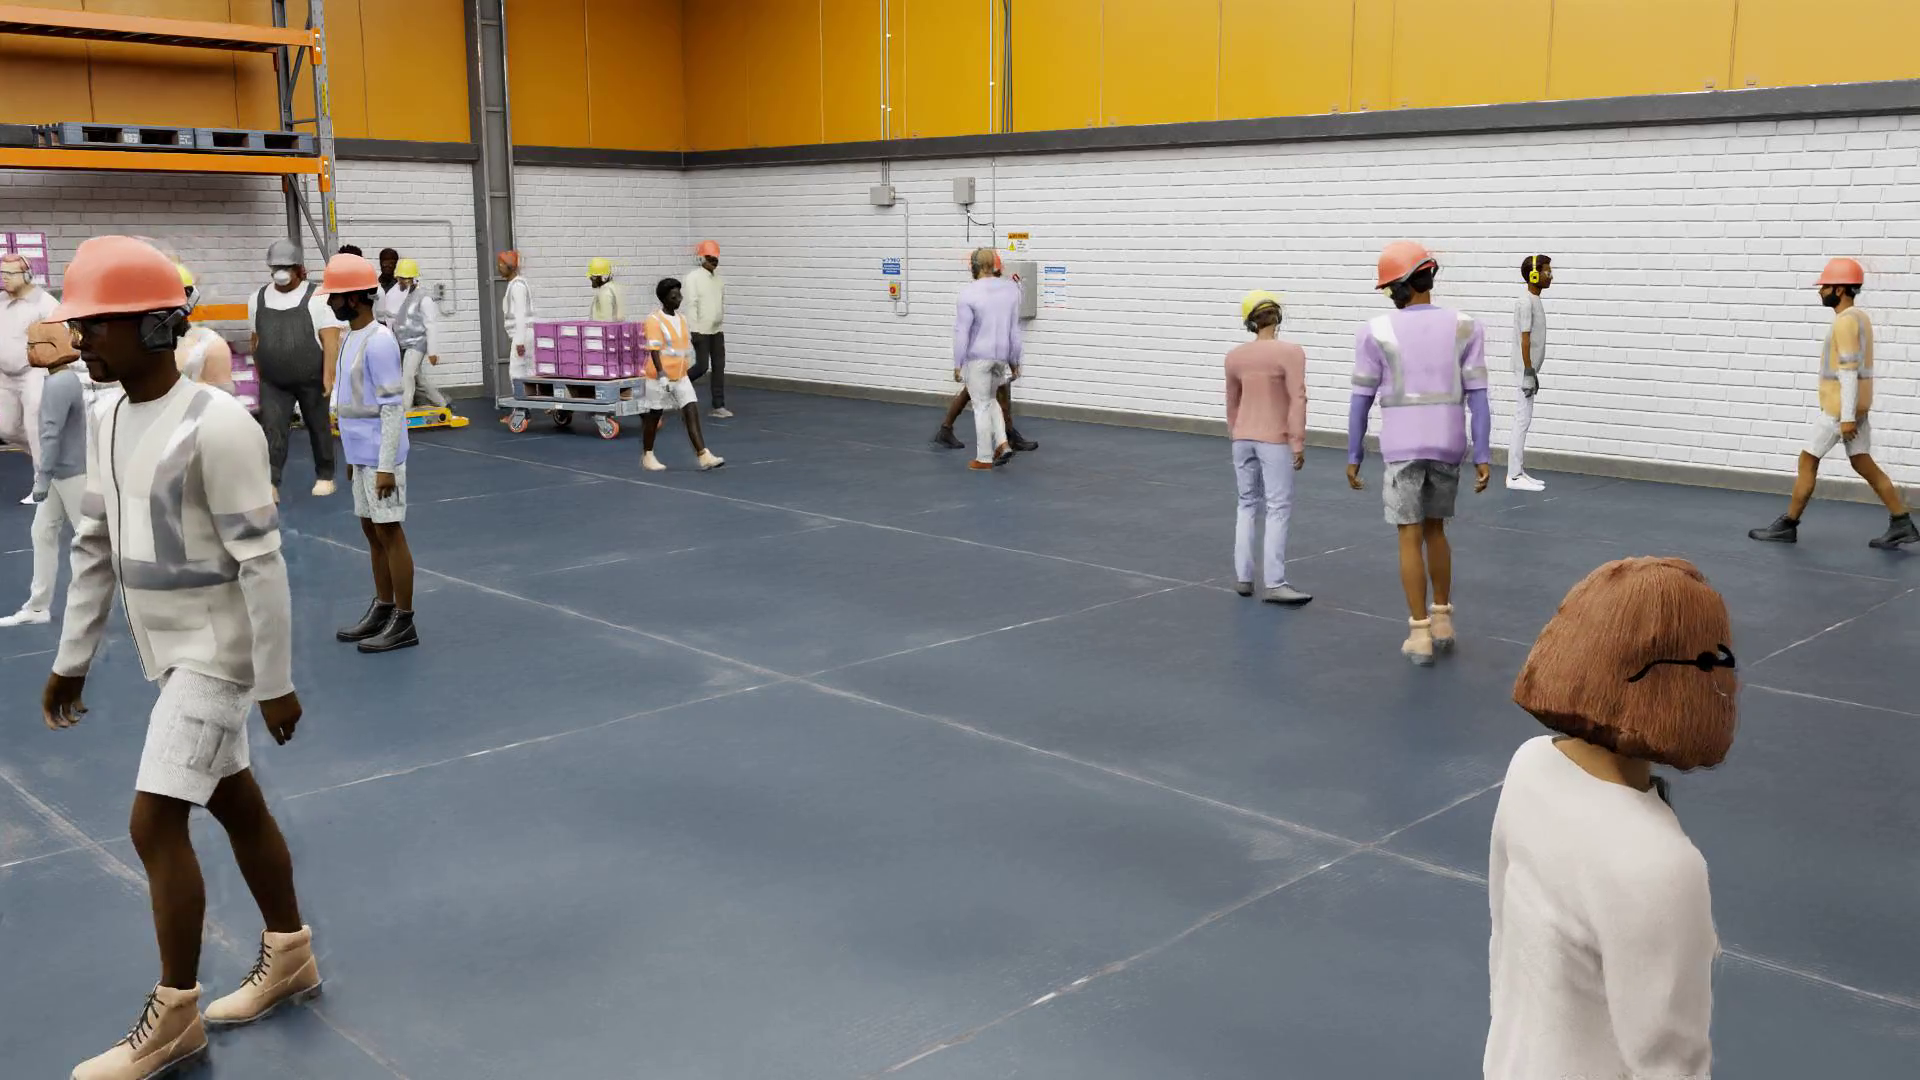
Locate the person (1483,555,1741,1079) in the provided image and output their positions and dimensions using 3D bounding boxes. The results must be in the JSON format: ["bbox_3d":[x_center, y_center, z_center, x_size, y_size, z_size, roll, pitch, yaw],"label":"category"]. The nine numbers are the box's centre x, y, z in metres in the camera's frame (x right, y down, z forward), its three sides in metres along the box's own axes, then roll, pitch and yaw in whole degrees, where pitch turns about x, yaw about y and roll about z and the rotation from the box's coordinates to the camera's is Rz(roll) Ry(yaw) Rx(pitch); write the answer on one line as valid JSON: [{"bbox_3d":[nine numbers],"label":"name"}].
[{"bbox_3d":[0.821,0.827,2.171,0.262,1.627,0.529,0,10,0],"label":"person"}]

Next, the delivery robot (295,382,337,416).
[{"bbox_3d":[-6.613,-1.479,17.406,0.707,0.478,0.477,-1,10,-4],"label":"delivery robot"}]

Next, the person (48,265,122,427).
[{"bbox_3d":[-5.814,-0.962,11.279,0.573,1.864,0.780,-3,11,-14],"label":"person"}]

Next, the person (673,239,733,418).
[{"bbox_3d":[-2.869,-2.348,18.525,0.674,1.978,0.620,7,13,35],"label":"person"}]

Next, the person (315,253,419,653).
[{"bbox_3d":[-2.884,-0.416,8.104,0.376,1.934,0.546,-7,13,-34],"label":"person"}]

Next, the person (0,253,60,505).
[{"bbox_3d":[-7.037,-1.224,12.622,0.668,1.889,0.506,3,11,18],"label":"person"}]

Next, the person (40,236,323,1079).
[{"bbox_3d":[-1.951,0.295,4.008,0.609,2.009,0.834,9,14,42],"label":"person"}]

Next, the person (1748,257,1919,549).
[{"bbox_3d":[5.771,-0.875,10.756,0.991,1.894,0.560,8,13,36],"label":"person"}]

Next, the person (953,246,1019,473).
[{"bbox_3d":[0.201,-1.531,14.203,0.657,1.925,0.437,-9,13,-39],"label":"person"}]

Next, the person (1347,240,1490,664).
[{"bbox_3d":[2.191,-0.425,7.972,0.623,1.993,0.655,0,10,-1],"label":"person"}]

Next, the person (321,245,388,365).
[{"bbox_3d":[-5.746,-1.812,15.736,0.619,1.920,0.942,-2,11,-9],"label":"person"}]

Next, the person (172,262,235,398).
[{"bbox_3d":[-3.915,-0.481,8.572,0.601,1.901,0.878,6,12,28],"label":"person"}]

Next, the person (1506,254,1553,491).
[{"bbox_3d":[4.562,-1.337,13.288,0.328,1.876,0.508,4,11,20],"label":"person"}]

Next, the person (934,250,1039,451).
[{"bbox_3d":[0.213,-1.777,15.646,0.985,1.896,0.544,0,10,1],"label":"person"}]

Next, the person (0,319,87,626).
[{"bbox_3d":[-4.597,-0.347,8.646,0.804,1.599,0.501,-5,12,-27],"label":"person"}]

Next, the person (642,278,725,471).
[{"bbox_3d":[-2.402,-1.388,14.151,0.856,1.652,0.548,6,12,31],"label":"person"}]

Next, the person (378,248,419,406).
[{"bbox_3d":[-5.920,-2.088,17.335,0.686,1.893,0.441,5,11,24],"label":"person"}]

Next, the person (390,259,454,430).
[{"bbox_3d":[-5.659,-2.035,17.363,0.601,1.788,0.850,9,14,40],"label":"person"}]

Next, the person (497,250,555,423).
[{"bbox_3d":[-4.682,-2.202,18.030,0.606,1.868,0.617,-2,11,-13],"label":"person"}]

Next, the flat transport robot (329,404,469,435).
[{"bbox_3d":[-5.878,-1.243,17.152,0.652,0.197,1.431,9,14,40],"label":"flat transport robot"}]

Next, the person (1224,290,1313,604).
[{"bbox_3d":[1.741,-0.518,9.247,0.403,1.719,0.695,-9,14,-41],"label":"person"}]

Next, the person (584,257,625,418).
[{"bbox_3d":[-3.818,-2.212,18.293,0.679,1.788,0.618,1,10,4],"label":"person"}]

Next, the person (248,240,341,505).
[{"bbox_3d":[-5.066,-1.295,12.604,0.698,2.000,1.047,-1,10,-4],"label":"person"}]
